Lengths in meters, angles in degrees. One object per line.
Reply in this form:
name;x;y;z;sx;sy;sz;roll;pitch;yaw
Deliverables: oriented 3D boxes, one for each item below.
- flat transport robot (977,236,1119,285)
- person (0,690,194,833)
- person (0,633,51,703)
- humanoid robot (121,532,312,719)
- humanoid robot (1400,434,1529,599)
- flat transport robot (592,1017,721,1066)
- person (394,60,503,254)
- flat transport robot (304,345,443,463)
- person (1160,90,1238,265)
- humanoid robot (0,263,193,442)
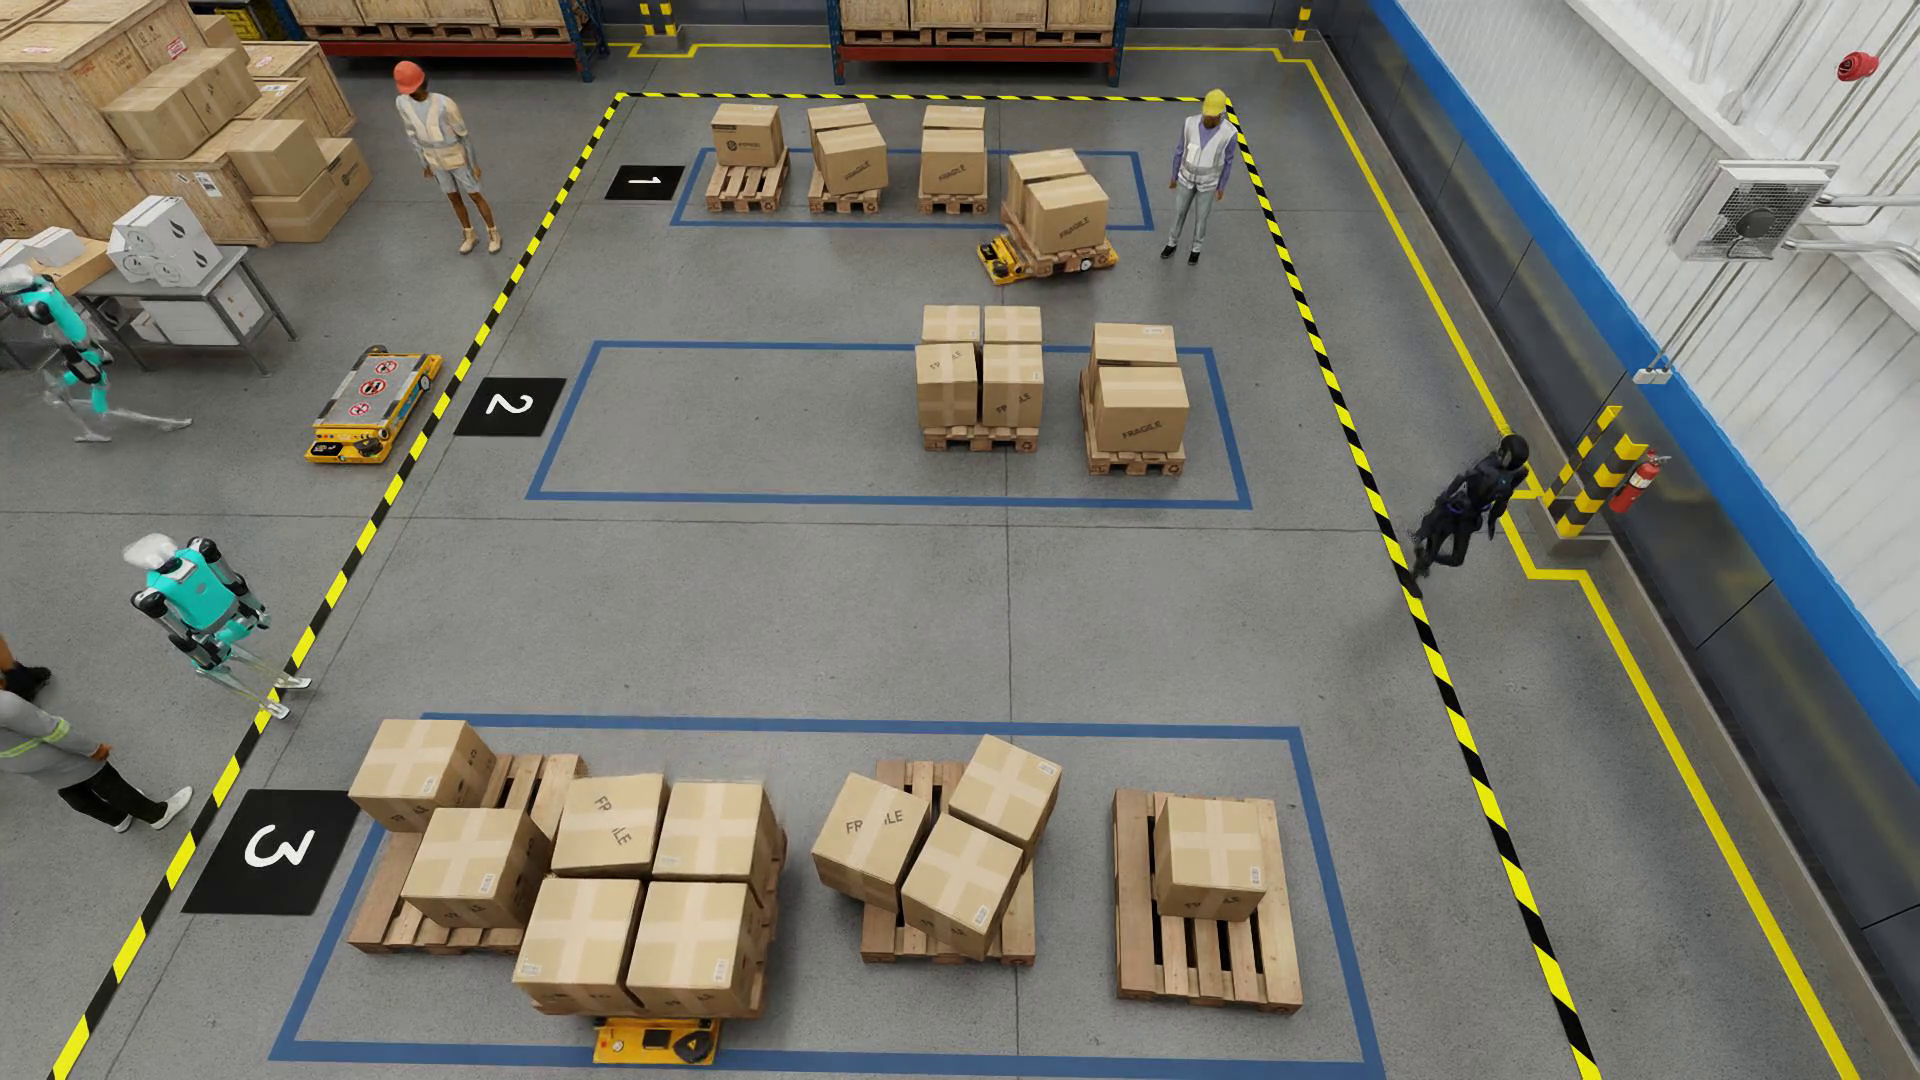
flat transport robot;0.962;-3.172;10.033;1.431;0.197;0.652;-13;51;-11
person;-5.307;1.198;5.316;0.589;1.852;0.366;-1;50;-1
person;-6.790;0.472;5.893;0.587;1.905;0.438;-18;52;-14
humanoid robot;-4.843;0.542;5.860;0.735;1.674;0.533;10;50;8
humanoid robot;3.585;-0.191;6.605;0.596;1.635;0.414;-8;50;-6
flat transport robot;-1.666;2.280;5.419;0.652;0.197;1.431;1;50;1
person;-5.335;-3.936;9.542;0.604;2.035;0.391;1;50;1
flat transport robot;-5.383;-1.269;8.441;0.659;0.231;1.431;1;50;1
person;2.472;-3.736;9.504;0.602;1.827;0.404;21;53;17
humanoid robot;-7.507;-1.421;7.642;1.035;1.776;0.537;-22;53;-17
